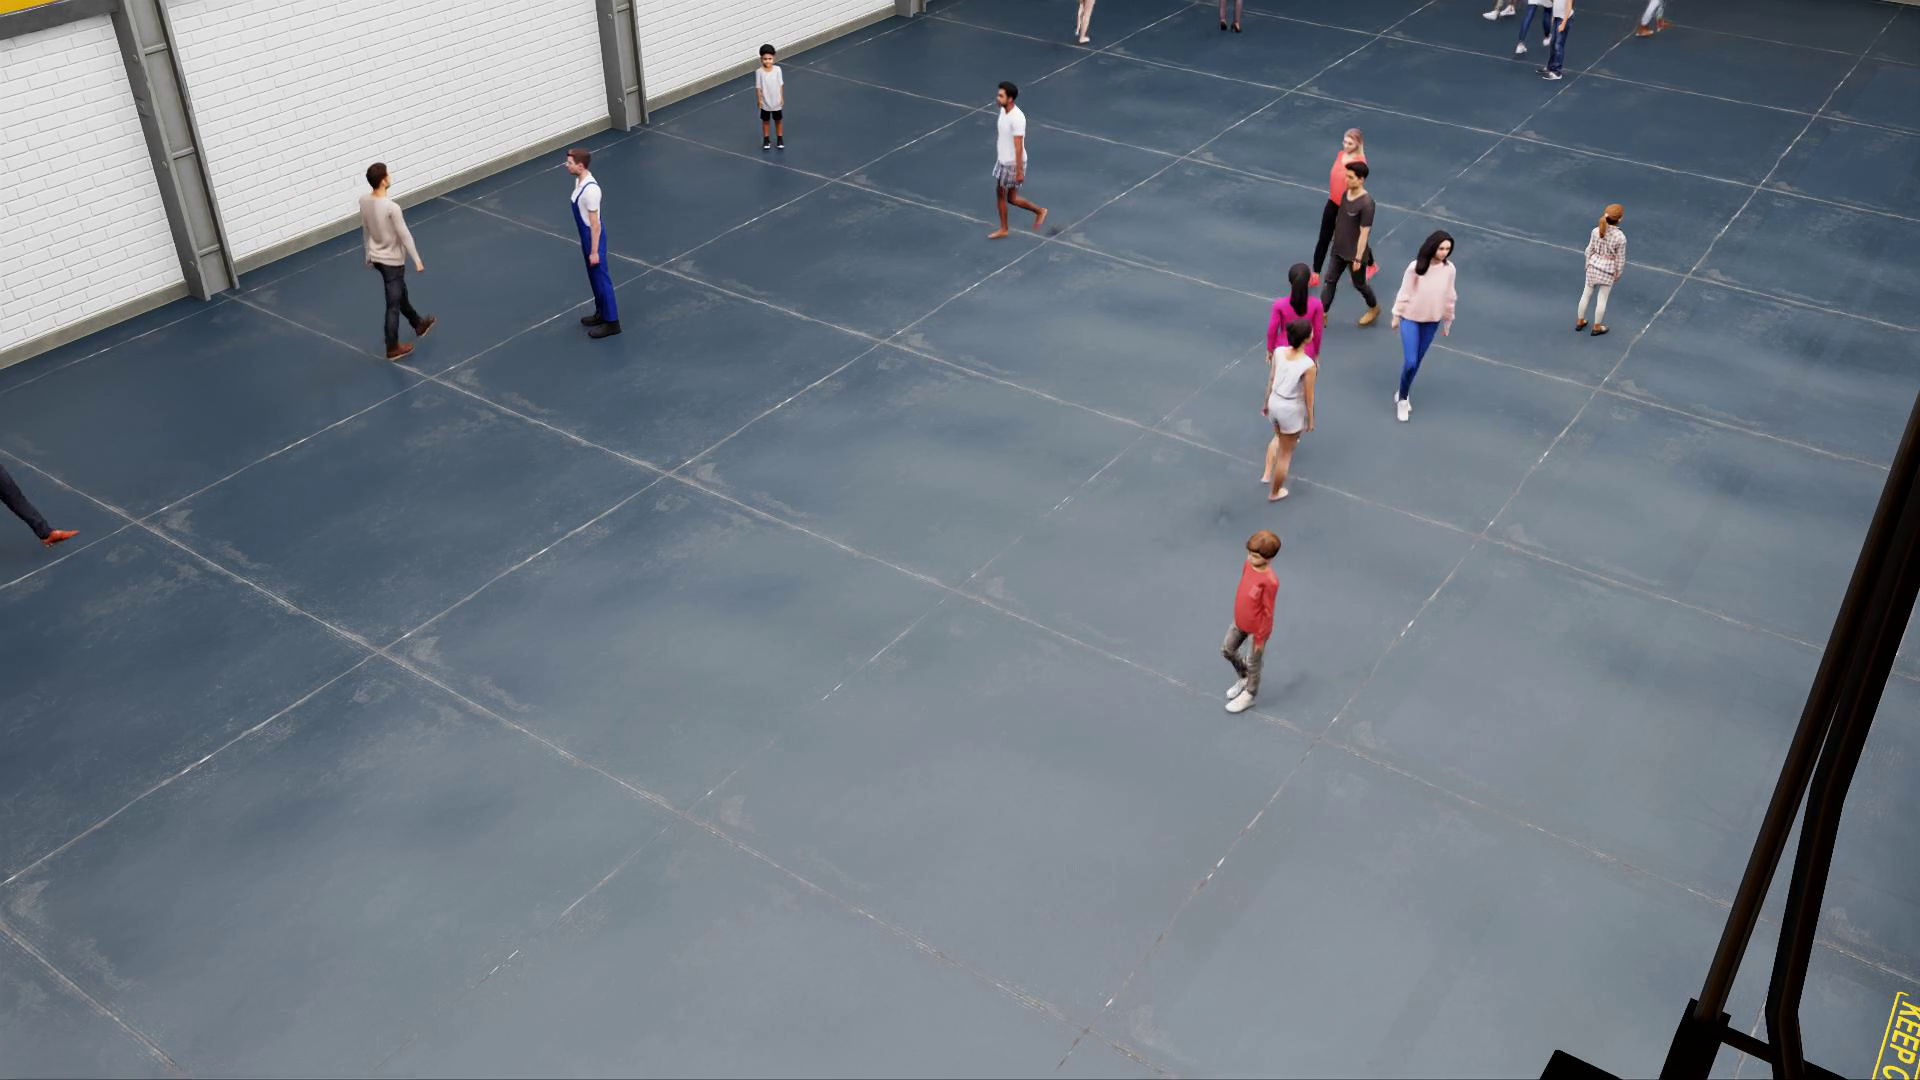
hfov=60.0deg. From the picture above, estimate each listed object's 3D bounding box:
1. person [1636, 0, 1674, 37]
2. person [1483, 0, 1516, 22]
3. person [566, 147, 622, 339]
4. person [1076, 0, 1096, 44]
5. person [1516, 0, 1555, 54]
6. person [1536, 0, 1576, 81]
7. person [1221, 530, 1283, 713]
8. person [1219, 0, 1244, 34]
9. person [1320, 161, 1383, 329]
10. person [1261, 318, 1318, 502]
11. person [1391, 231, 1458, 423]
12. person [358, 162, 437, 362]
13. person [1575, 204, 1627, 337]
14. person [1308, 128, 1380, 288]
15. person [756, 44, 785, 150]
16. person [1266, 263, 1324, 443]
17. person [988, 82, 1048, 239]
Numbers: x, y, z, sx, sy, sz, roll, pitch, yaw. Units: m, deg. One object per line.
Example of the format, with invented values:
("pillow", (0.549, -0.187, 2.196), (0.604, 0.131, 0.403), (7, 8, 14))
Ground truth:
("person", (9.989, -8.077, 23.696), (1.058, 1.806, 0.964), (-12, 35, -18))
("person", (8.197, -8.575, 24.449), (1.143, 1.802, 1.004), (-15, 36, -21))
("person", (-3.483, -2.840, 15.777), (0.745, 1.850, 0.723), (-12, 36, -18))
("person", (1.730, -7.836, 23.485), (0.625, 1.638, 0.588), (25, 41, 33))
("person", (8.031, -7.575, 23.019), (0.804, 1.721, 1.243), (29, 43, 36))
("person", (8.067, -6.987, 22.284), (0.693, 1.553, 0.616), (-1, 34, -1))
("person", (2.006, 0.526, 11.108), (0.649, 1.414, 0.621), (-14, 36, -20))
("person", (3.957, -8.170, 23.958), (0.609, 1.671, 0.557), (25, 41, 32))
("person", (3.803, -2.791, 15.857), (1.185, 1.681, 0.982), (-15, 36, -21))
("person", (2.550, -1.009, 13.244), (0.642, 1.605, 0.654), (-25, 41, -33))
("person", (3.971, -1.923, 14.491), (0.838, 1.748, 0.894), (-2, 34, -2))
("person", (-5.327, -2.527, 15.319), (0.734, 1.836, 0.999), (18, 37, 24))
("person", (6.134, -2.593, 15.892), (0.572, 1.313, 0.566), (-28, 43, -36))
("person", (3.938, -3.303, 16.648), (1.172, 1.657, 0.884), (-19, 38, -26))
("person", (-2.288, -5.375, 20.126), (0.567, 1.257, 0.627), (-6, 34, -9))
("person", (2.787, -1.479, 13.872), (0.723, 1.692, 0.752), (3, 34, 5))
("person", (0.618, -4.033, 17.700), (1.013, 1.709, 0.908), (-12, 35, -17))
